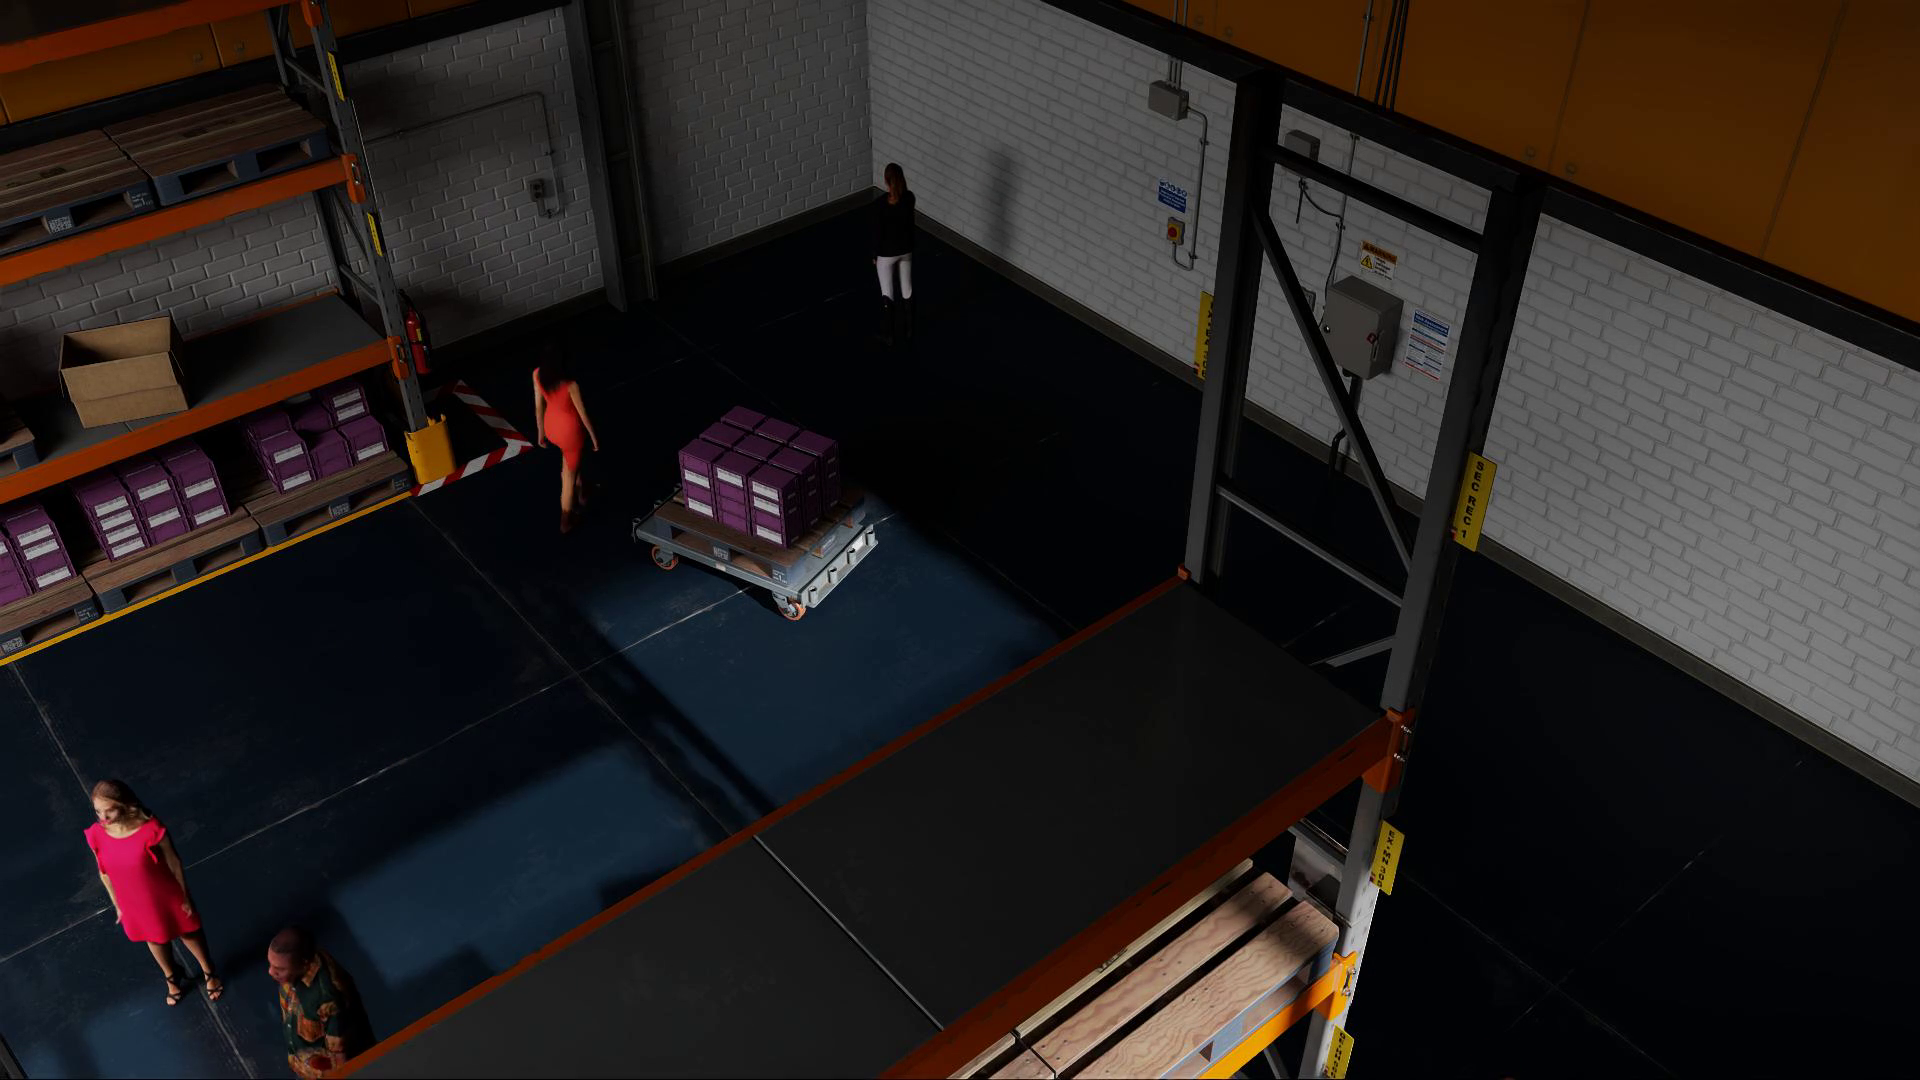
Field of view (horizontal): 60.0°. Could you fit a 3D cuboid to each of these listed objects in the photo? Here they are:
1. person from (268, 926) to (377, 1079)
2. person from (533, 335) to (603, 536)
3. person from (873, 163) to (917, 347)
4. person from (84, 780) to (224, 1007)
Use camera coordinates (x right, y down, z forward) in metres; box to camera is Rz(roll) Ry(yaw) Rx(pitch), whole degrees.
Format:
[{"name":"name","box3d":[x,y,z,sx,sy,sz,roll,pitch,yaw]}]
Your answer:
[{"name":"person","box3d":[-3.056,2.470,8.292,0.768,1.800,0.754,25,45,28]},{"name":"person","box3d":[-2.981,-0.733,12.383,0.804,1.699,0.934,16,41,19]},{"name":"person","box3d":[-0.569,-2.504,14.577,0.539,1.729,0.654,-20,43,-23]},{"name":"person","box3d":[-4.389,1.914,9.046,0.633,1.728,0.727,-5,39,-7]}]
